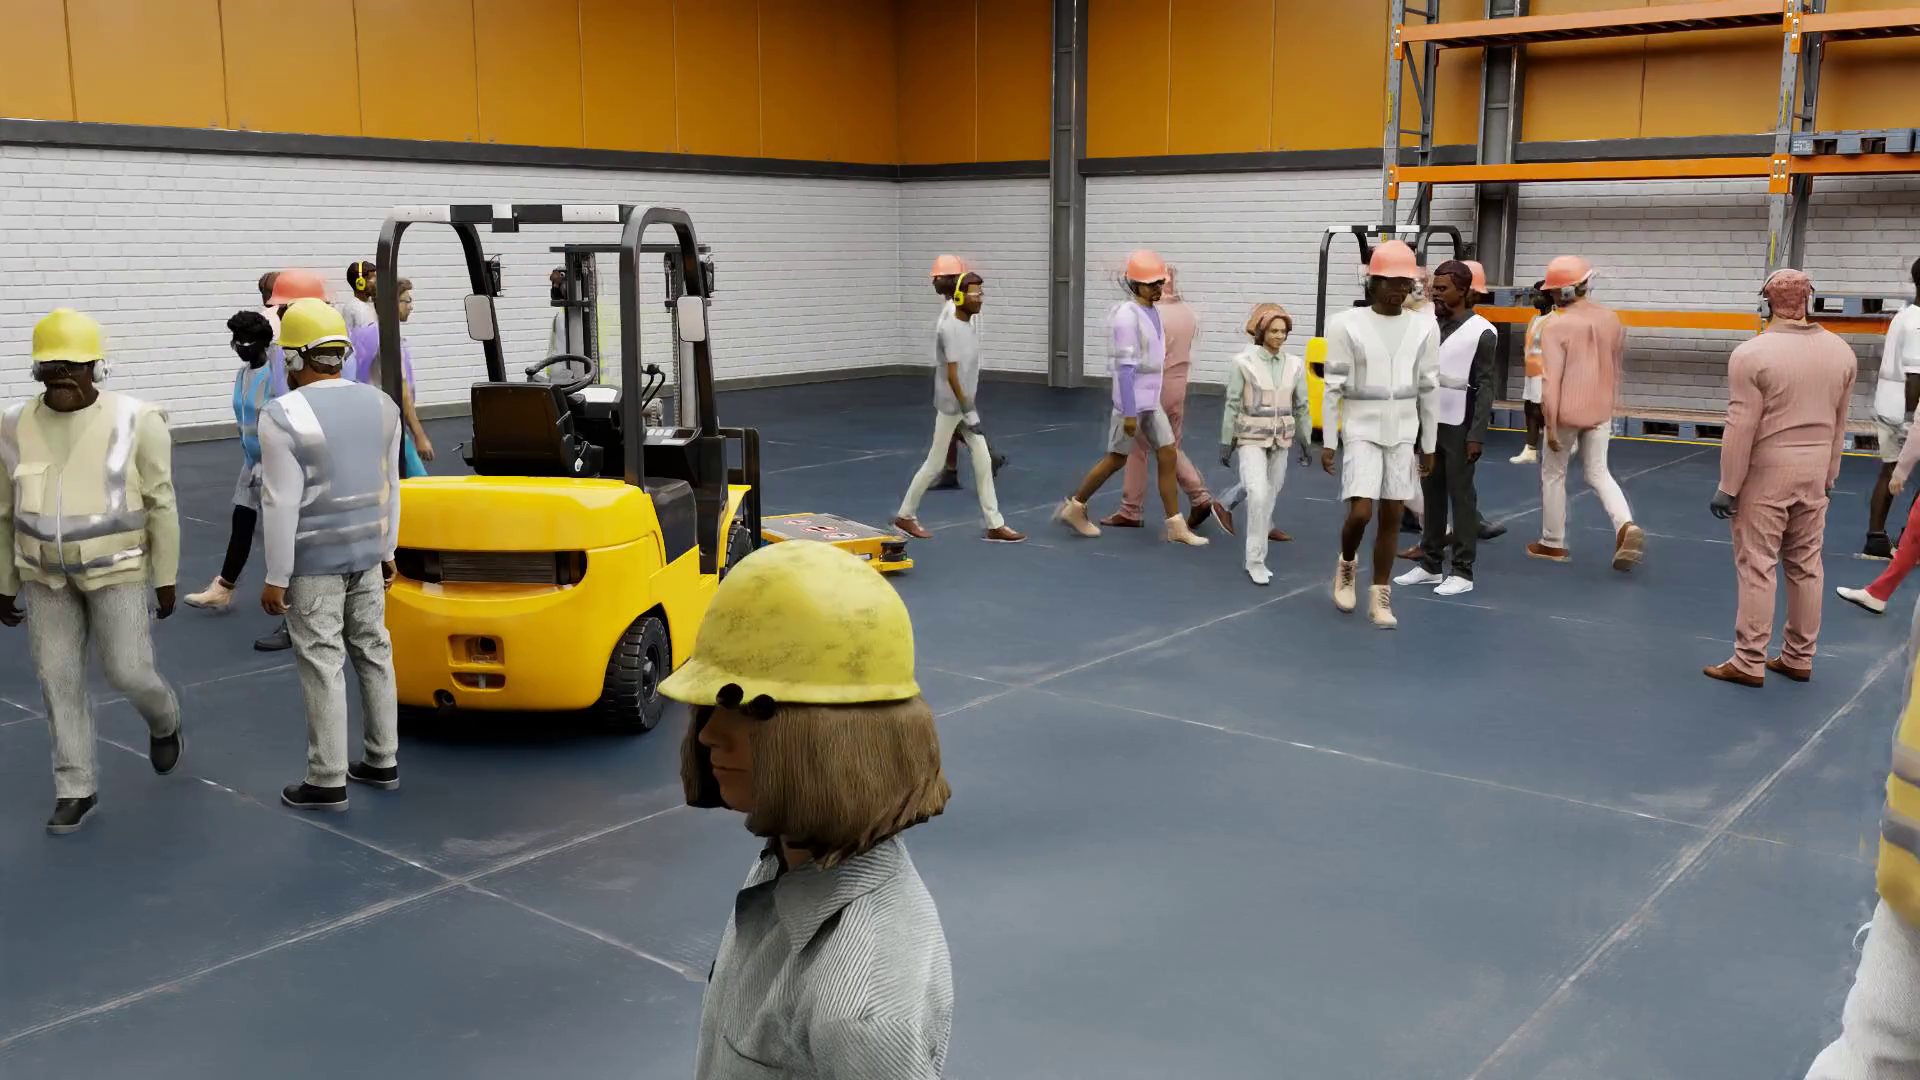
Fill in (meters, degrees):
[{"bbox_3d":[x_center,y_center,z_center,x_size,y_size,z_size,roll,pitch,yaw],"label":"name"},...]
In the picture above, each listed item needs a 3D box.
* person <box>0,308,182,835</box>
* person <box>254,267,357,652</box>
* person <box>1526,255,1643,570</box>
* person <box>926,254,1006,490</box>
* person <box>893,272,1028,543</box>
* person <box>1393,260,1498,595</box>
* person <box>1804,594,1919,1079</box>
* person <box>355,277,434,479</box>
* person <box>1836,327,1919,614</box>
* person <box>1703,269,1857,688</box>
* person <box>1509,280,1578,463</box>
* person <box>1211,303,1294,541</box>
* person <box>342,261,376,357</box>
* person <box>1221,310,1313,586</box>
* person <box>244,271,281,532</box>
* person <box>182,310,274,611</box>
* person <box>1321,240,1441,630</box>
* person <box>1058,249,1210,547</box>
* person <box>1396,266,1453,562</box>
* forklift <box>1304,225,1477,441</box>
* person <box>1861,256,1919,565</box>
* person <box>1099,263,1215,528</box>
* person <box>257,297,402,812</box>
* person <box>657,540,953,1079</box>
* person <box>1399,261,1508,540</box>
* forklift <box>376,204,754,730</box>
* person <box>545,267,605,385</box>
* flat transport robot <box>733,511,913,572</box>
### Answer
[{"bbox_3d":[-3.056,0.087,5.861,0.620,1.809,0.593,-1,10,-7],"label":"person"},{"bbox_3d":[-3.257,-0.435,8.498,0.548,1.914,0.884,7,12,34],"label":"person"},{"bbox_3d":[3.863,-0.776,10.259,0.621,1.948,0.884,-3,11,-16],"label":"person"},{"bbox_3d":[0.015,-1.337,13.437,0.577,1.925,0.547,-1,10,-4],"label":"person"},{"bbox_3d":[-0.038,-0.884,11.228,0.961,1.830,0.501,5,11,27],"label":"person"},{"bbox_3d":[2.838,-0.650,9.639,0.388,1.919,0.593,-5,11,-26],"label":"person"},{"bbox_3d":[1.833,0.648,2.836,0.962,1.782,0.637,-1,10,-4],"label":"person"},{"bbox_3d":[-3.274,-0.637,9.839,0.740,1.817,0.560,-5,11,-25],"label":"person"},{"bbox_3d":[5.019,-0.389,8.689,0.552,1.725,0.853,-9,13,-40],"label":"person"},{"bbox_3d":[3.720,-0.276,7.612,0.643,1.905,0.399,-3,11,-15],"label":"person"},{"bbox_3d":[5.337,-1.512,15.079,0.540,1.682,0.540,0,10,-1],"label":"person"},{"bbox_3d":[2.003,-0.786,11.210,0.471,1.619,0.508,2,10,12],"label":"person"},{"bbox_3d":[-4.745,-1.277,13.251,0.311,1.869,0.530,-6,12,-28],"label":"person"},{"bbox_3d":[1.859,-0.546,9.869,0.542,1.615,0.614,-4,11,-21],"label":"person"},{"bbox_3d":[-4.608,-0.921,11.427,0.646,1.826,0.526,-9,14,-42],"label":"person"},{"bbox_3d":[-3.817,-0.407,9.022,0.534,1.650,0.817,8,13,36],"label":"person"},{"bbox_3d":[2.209,-0.543,8.725,0.629,2.033,0.446,-1,10,-7],"label":"person"},{"bbox_3d":[1.130,-0.941,11.109,1.038,1.994,0.616,6,12,28],"label":"person"},{"bbox_3d":[2.894,-0.771,10.433,0.498,1.876,0.681,0,10,0],"label":"person"},{"bbox_3d":[4.449,-2.115,16.993,1.214,2.155,2.313,8,13,38],"label":"forklift"},{"bbox_3d":[6.026,-0.800,10.410,0.581,1.947,0.609,3,11,14],"label":"person"},{"bbox_3d":[1.414,-1.002,11.678,0.774,1.882,0.650,8,13,36],"label":"person"},{"bbox_3d":[-2.268,0.054,5.978,0.404,1.831,0.600,5,11,26],"label":"person"},{"bbox_3d":[-0.154,0.859,1.756,0.290,1.745,0.493,-2,11,-14],"label":"person"},{"bbox_3d":[3.409,-0.932,11.281,0.906,1.885,0.561,7,13,35],"label":"person"},{"bbox_3d":[-1.766,-0.406,7.525,1.214,2.155,2.313,1,10,7],"label":"forklift"},{"bbox_3d":[-3.020,-1.163,12.718,0.617,1.824,0.643,1,10,3],"label":"person"},{"bbox_3d":[-0.933,0.012,10.539,0.652,0.197,1.431,-6,12,-31],"label":"flat transport robot"}]
